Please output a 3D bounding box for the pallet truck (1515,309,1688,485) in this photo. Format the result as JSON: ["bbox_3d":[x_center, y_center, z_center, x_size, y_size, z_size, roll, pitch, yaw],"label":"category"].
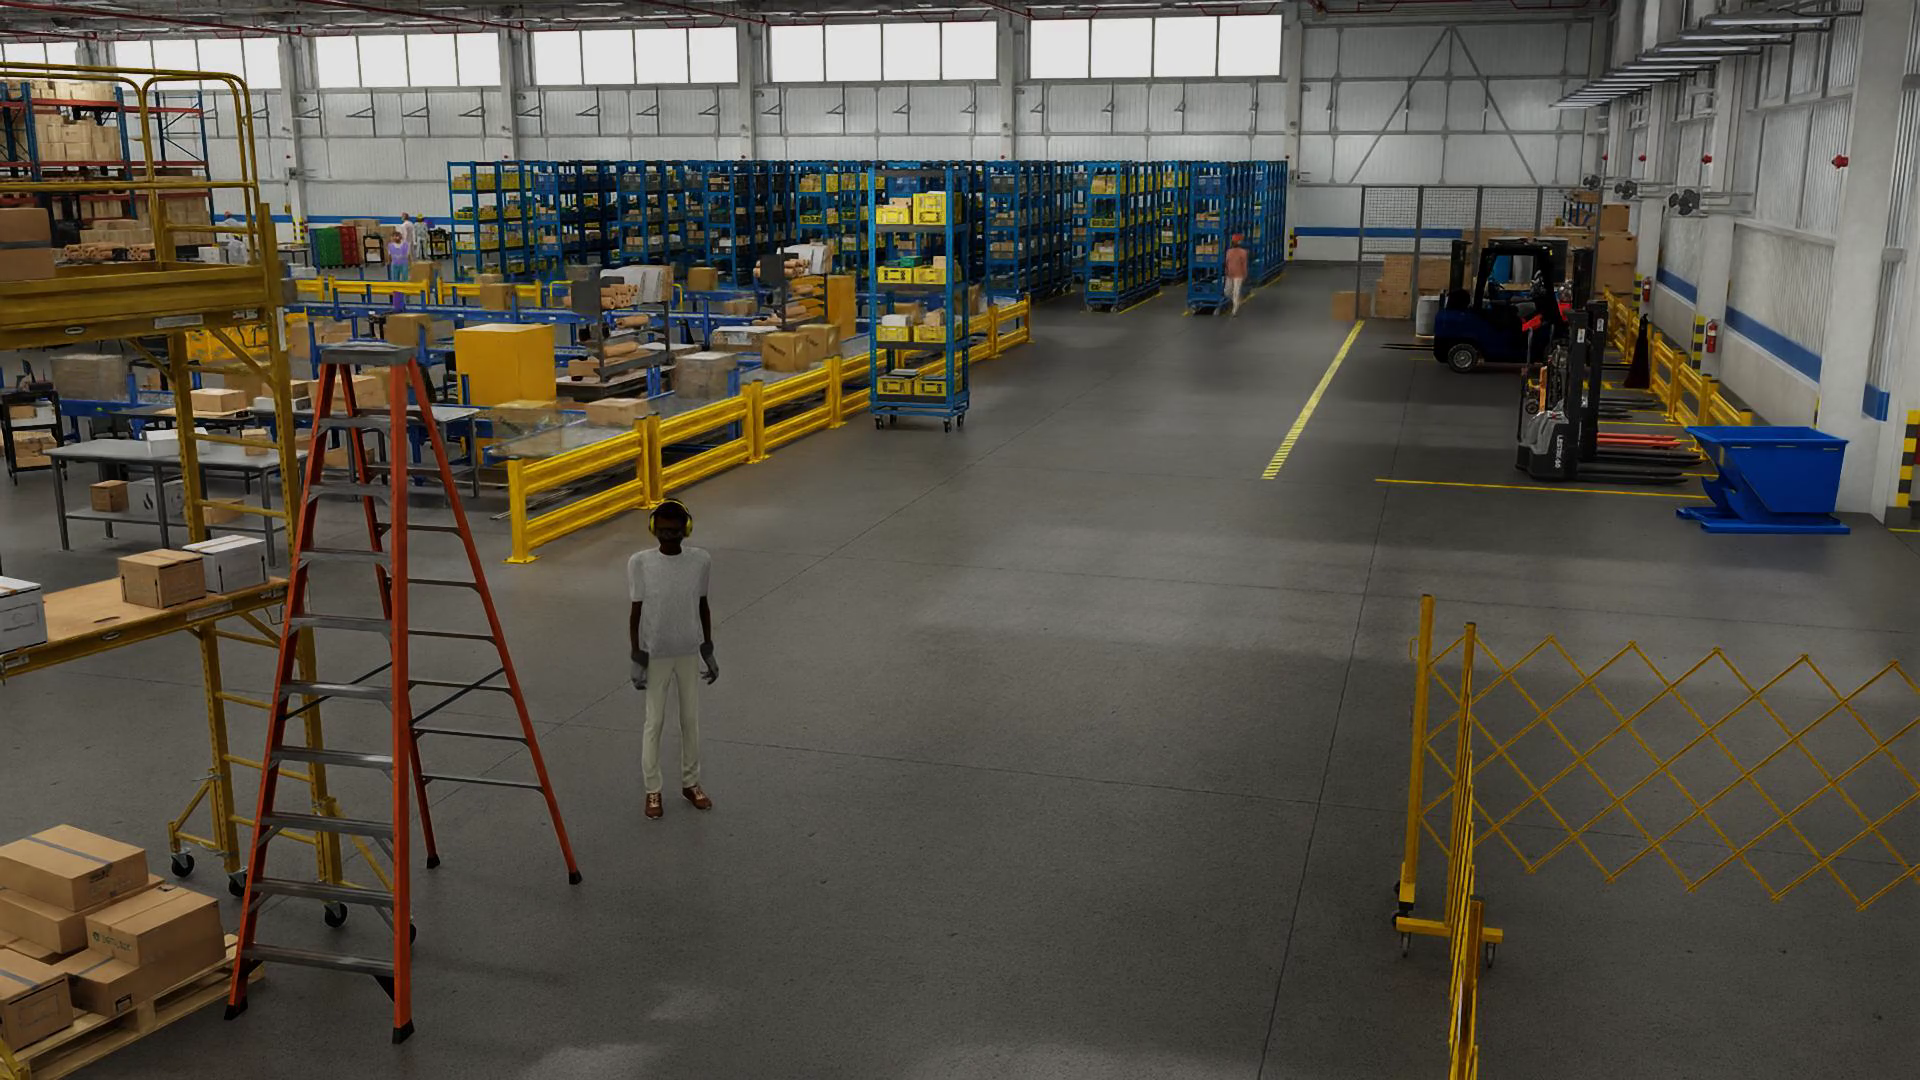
[{"bbox_3d":[7.554,-1.677,19.446,1.885,1.965,0.823,3,13,14],"label":"pallet truck"}]

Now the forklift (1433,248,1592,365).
[{"bbox_3d":[9.780,-4.111,29.280,2.680,1.987,1.157,3,13,14],"label":"forklift"}]

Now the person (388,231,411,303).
[{"bbox_3d":[-14.501,-7.072,43.079,0.572,1.843,0.373,-1,13,-6],"label":"person"}]

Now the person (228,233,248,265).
[{"bbox_3d":[-19.191,-7.364,44.369,0.600,1.831,0.404,6,14,24],"label":"person"}]

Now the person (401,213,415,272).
[{"bbox_3d":[-18.163,-9.779,54.637,0.403,1.911,0.637,0,13,2],"label":"person"}]

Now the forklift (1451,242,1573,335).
[{"bbox_3d":[10.464,-4.597,31.405,2.680,1.987,1.157,4,14,16],"label":"forklift"}]

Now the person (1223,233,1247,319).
[{"bbox_3d":[6.426,-6.169,38.868,0.442,1.983,0.638,-11,17,-40],"label":"person"}]

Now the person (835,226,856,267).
[{"bbox_3d":[-3.260,-8.170,47.991,0.661,1.781,0.930,1,13,3],"label":"person"}]

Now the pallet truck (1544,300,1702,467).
[{"bbox_3d":[8.263,-1.952,20.631,1.885,1.965,0.823,5,14,20],"label":"pallet truck"}]

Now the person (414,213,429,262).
[{"bbox_3d":[-19.148,-10.729,59.125,0.485,1.734,0.346,-8,16,-33],"label":"person"}]

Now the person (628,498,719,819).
[{"bbox_3d":[-1.650,0.673,9.588,0.519,1.865,0.326,-6,14,-25],"label":"person"}]

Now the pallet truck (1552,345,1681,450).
[{"bbox_3d":[8.641,-1.896,21.908,1.630,1.274,0.653,4,14,16],"label":"pallet truck"}]

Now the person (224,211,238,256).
[{"bbox_3d":[-27.558,-11.623,63.039,0.866,1.708,0.576,4,14,18],"label":"person"}]

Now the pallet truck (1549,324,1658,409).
[{"bbox_3d":[9.824,-2.669,25.407,1.601,1.201,0.680,4,14,16],"label":"pallet truck"}]

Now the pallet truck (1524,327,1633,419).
[{"bbox_3d":[9.065,-2.460,24.370,1.522,1.261,0.704,3,13,14],"label":"pallet truck"}]

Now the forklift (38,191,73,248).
[{"bbox_3d":[-26.484,-8.943,48.904,1.873,2.768,1.129,4,14,15],"label":"forklift"}]
